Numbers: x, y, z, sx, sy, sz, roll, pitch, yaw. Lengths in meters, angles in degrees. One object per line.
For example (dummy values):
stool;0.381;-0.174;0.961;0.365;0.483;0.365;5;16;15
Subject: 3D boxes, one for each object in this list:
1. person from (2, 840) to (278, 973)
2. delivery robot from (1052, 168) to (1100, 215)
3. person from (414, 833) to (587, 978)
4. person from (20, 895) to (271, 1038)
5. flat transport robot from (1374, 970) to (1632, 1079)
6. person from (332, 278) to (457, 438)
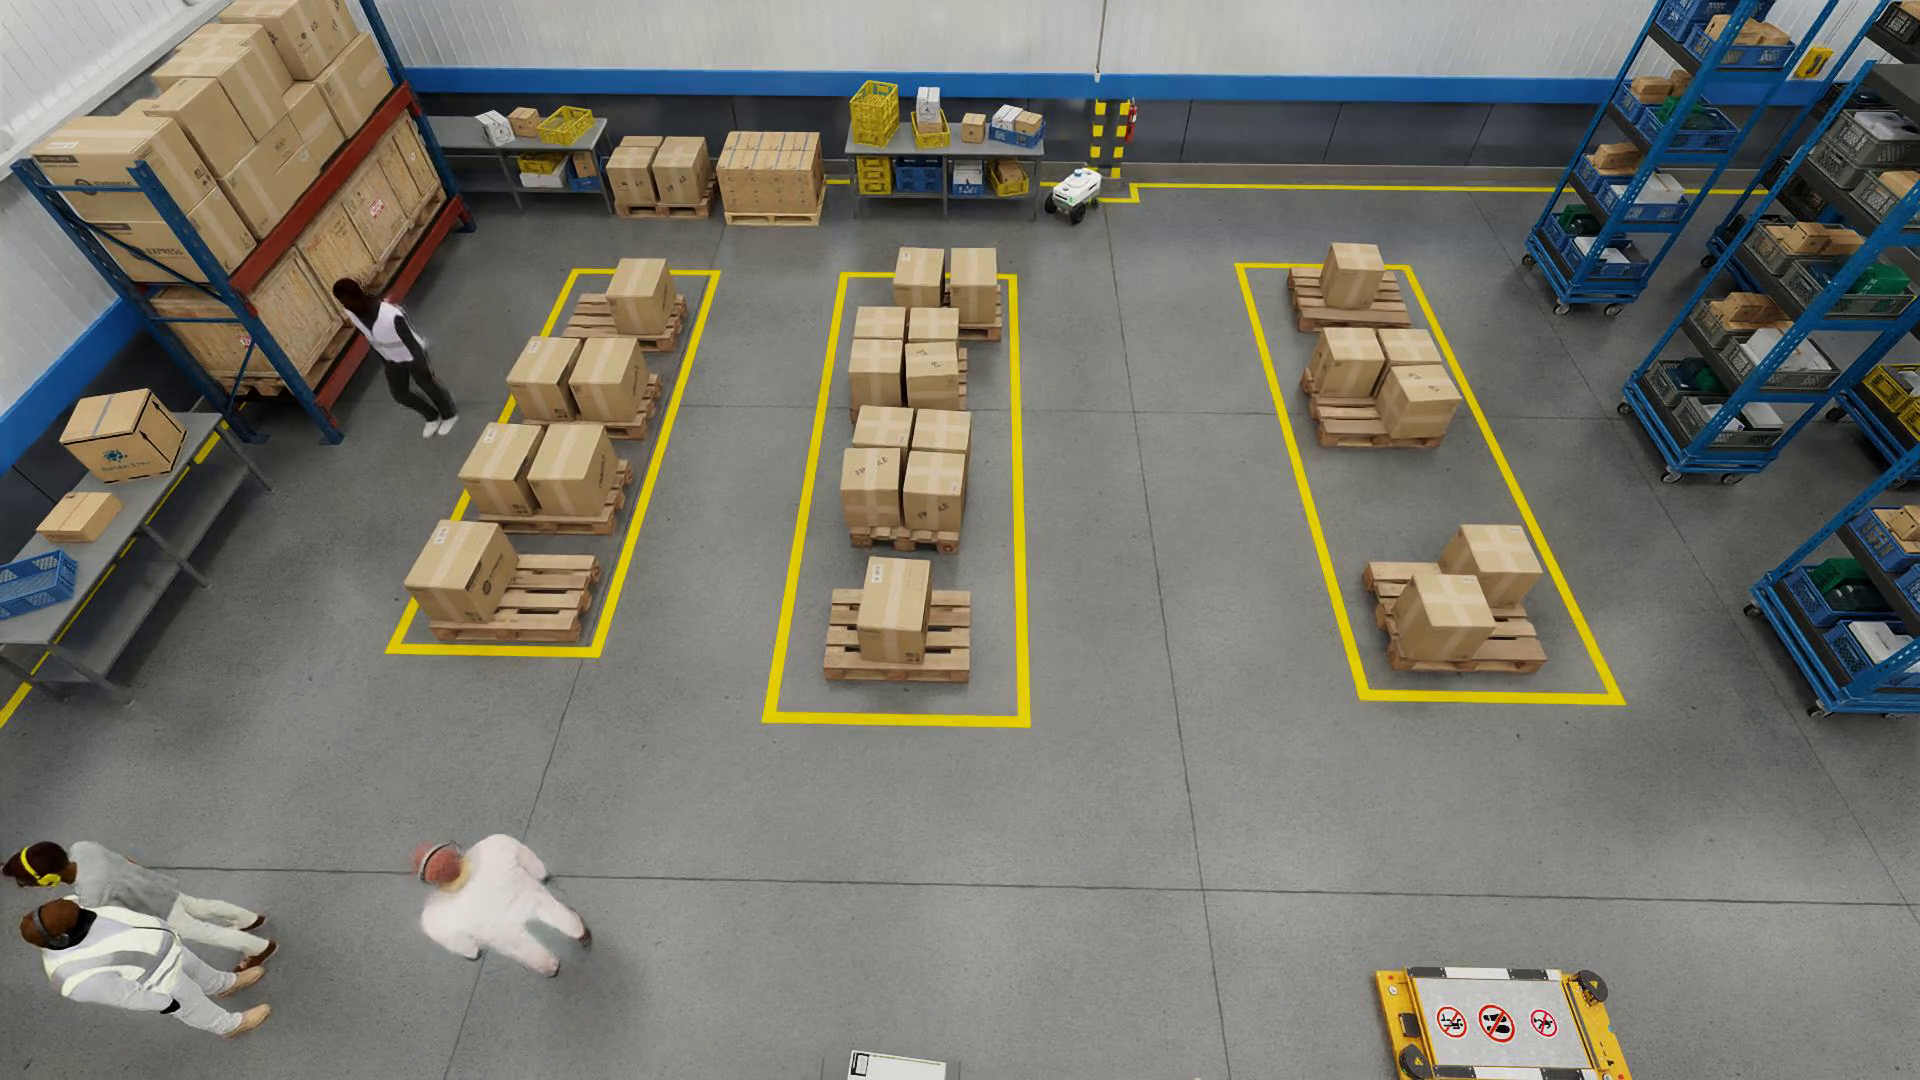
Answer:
person;-4.957;2.242;5.631;0.366;1.856;0.532;-35;59;-25
delivery robot;1.522;-4.599;11.977;0.477;0.478;0.707;33;58;24
person;-2.809;2.238;5.600;0.406;1.907;0.647;22;54;17
person;-4.777;2.516;5.420;0.431;1.836;0.618;-31;57;-23
flat transport robot;3.501;3.133;5.914;1.431;0.197;0.652;1;51;1
person;-5.392;-1.717;8.836;0.613;1.876;0.546;9;51;8
